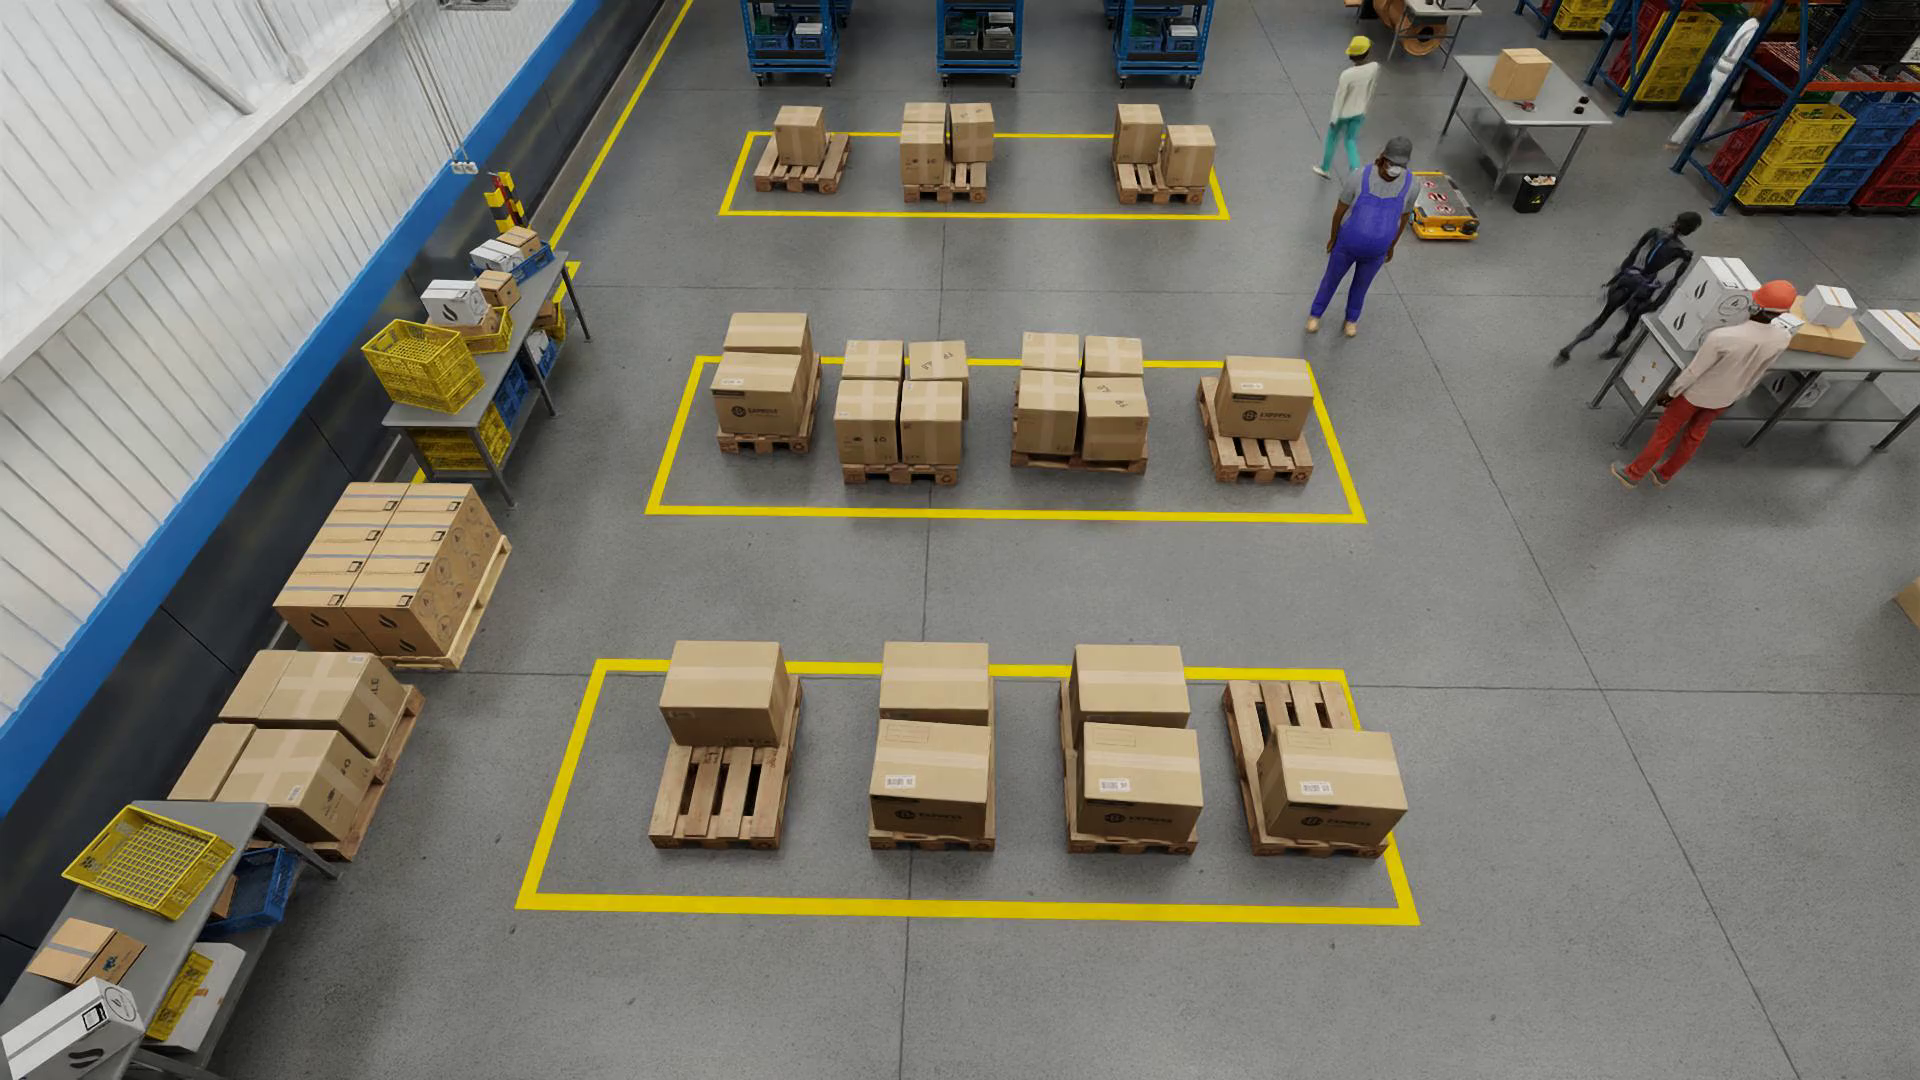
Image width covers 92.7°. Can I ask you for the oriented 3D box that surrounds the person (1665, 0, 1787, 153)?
[{"bbox_3d":[9.715,-5.747,11.454,0.741,1.865,0.590,25,54,20],"label":"person"}]

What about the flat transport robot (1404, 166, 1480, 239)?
[{"bbox_3d":[5.692,-4.094,11.059,0.652,0.197,1.431,1,49,1],"label":"flat transport robot"}]

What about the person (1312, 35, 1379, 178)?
[{"bbox_3d":[4.688,-5.100,10.979,0.546,1.724,0.667,-13,50,-11],"label":"person"}]

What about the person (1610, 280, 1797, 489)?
[{"bbox_3d":[6.038,-1.210,7.440,0.610,1.994,0.392,1,49,1],"label":"person"}]

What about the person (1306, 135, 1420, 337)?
[{"bbox_3d":[3.911,-2.886,8.860,0.681,2.000,0.537,10,50,9],"label":"person"}]

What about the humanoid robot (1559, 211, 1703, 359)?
[{"bbox_3d":[6.368,-2.373,8.693,0.718,1.631,0.611,-18,51,-15],"label":"humanoid robot"}]
